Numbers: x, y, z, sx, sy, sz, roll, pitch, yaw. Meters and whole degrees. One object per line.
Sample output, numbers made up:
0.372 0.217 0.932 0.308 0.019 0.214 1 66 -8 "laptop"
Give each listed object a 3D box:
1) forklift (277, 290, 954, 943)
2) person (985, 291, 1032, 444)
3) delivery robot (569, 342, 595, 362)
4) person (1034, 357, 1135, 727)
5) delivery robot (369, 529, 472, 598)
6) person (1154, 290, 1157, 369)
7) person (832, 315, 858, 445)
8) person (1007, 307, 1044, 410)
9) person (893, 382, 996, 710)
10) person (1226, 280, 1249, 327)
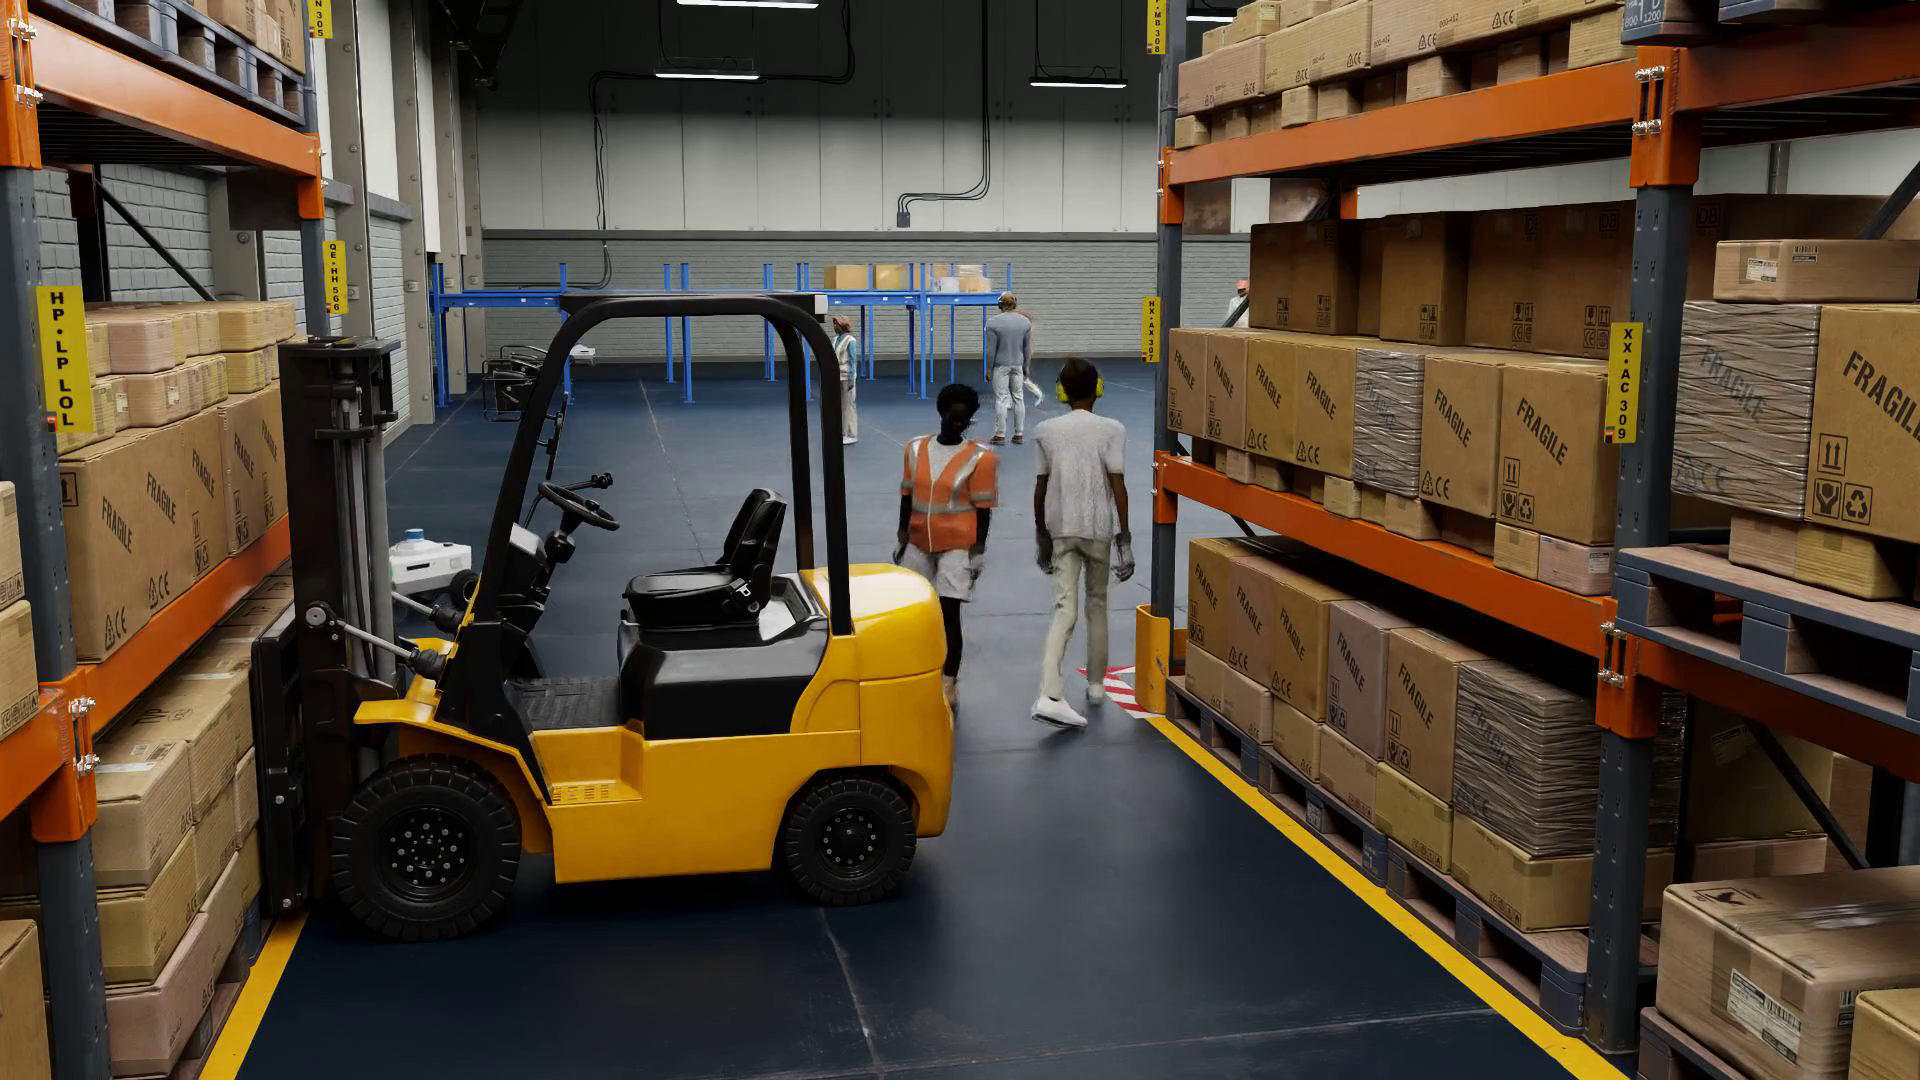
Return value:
-1.179 0.175 6.143 2.313 2.155 1.214 -2 10 -12 "forklift"
0.606 -2.199 21.264 0.630 1.940 0.372 -4 10 -23 "person"
-8.711 -4.290 38.060 0.707 0.478 0.477 -2 10 -12 "delivery robot"
0.616 -0.005 8.333 0.563 1.806 0.939 3 10 16 "person"
-3.547 0.171 10.855 0.477 0.478 0.707 6 11 32 "delivery robot"
4.479 -4.661 36.326 0.551 1.923 0.678 -5 11 -30 "person"
-1.484 -2.044 21.232 0.310 1.636 0.522 -6 11 -34 "person"
0.967 -2.886 26.428 0.677 1.620 0.521 -5 10 -26 "person"
-0.089 0.031 8.459 0.557 1.672 0.447 5 11 29 "person"
5.861 -4.466 34.993 0.623 1.967 0.767 9 13 42 "person"
